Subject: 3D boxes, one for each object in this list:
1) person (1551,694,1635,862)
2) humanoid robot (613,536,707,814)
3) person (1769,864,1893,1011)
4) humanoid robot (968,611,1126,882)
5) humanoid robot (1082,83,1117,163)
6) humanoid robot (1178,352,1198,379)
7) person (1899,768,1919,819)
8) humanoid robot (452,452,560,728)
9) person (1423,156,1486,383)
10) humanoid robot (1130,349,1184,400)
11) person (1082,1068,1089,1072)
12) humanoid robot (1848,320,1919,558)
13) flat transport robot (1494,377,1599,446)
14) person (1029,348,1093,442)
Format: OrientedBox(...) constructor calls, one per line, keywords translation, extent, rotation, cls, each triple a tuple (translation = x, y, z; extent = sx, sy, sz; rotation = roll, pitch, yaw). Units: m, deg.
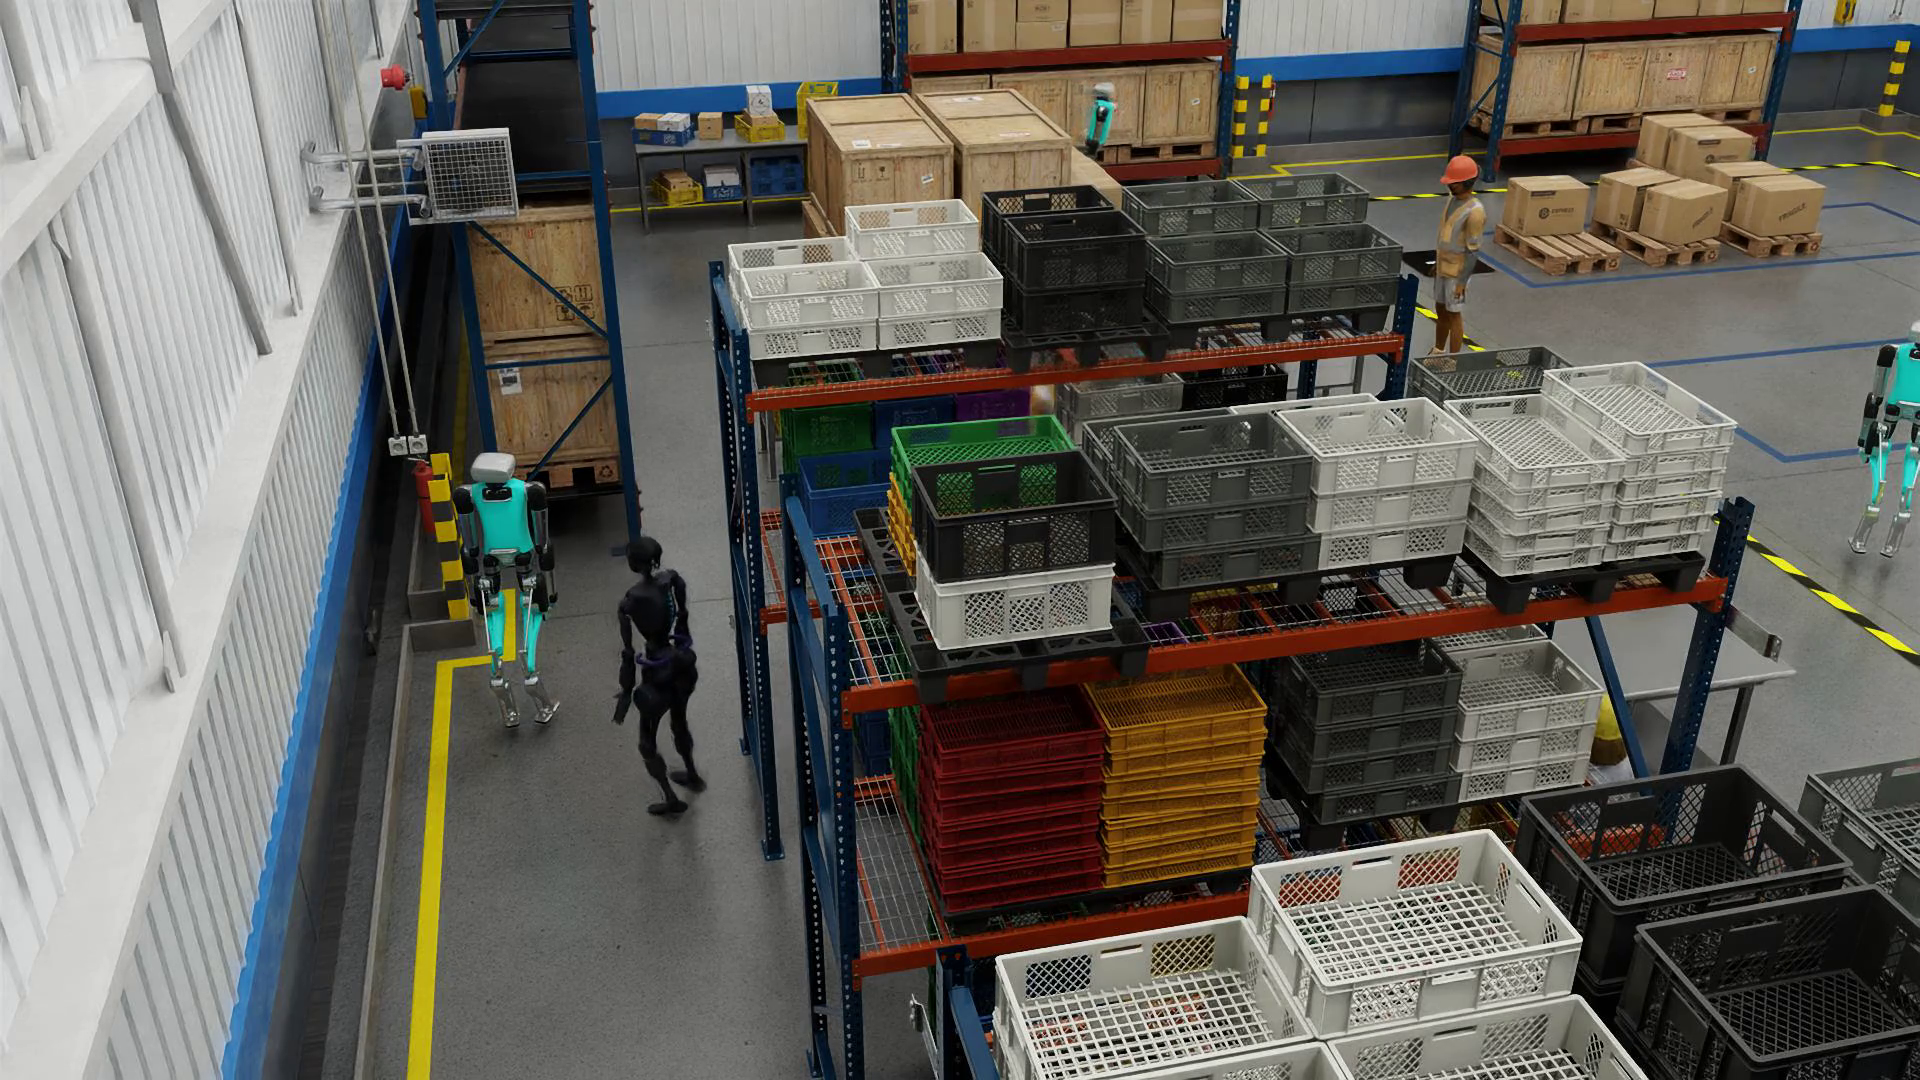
OrientedBox(translation=(2.830, 1.465, 7.683), extent=(0.483, 1.744, 0.299), rotation=(-14, 31, -24), cls="person")
OrientedBox(translation=(-1.635, 0.738, 9.139), extent=(0.386, 1.639, 0.600), rotation=(14, 31, 25), cls="humanoid robot")
OrientedBox(translation=(3.284, 2.002, 6.405), extent=(0.954, 1.994, 0.626), rotation=(2, 28, 3), cls="person")
OrientedBox(translation=(0.540, 1.153, 8.319), extent=(1.033, 1.749, 0.543), rotation=(1, 28, 3), cls="humanoid robot")
OrientedBox(translation=(1.293, -4.168, 18.361), extent=(0.928, 1.730, 0.530), rotation=(5, 28, 10), cls="humanoid robot")
OrientedBox(translation=(1.467, -0.508, 11.524), extent=(0.484, 1.659, 0.613), rotation=(-17, 32, -29), cls="humanoid robot")
OrientedBox(translation=(4.780, 1.359, 7.767), extent=(0.876, 1.857, 0.607), rotation=(-13, 30, -23), cls="person")
OrientedBox(translation=(-2.621, 0.373, 9.620), extent=(0.533, 1.677, 0.735), rotation=(-2, 28, -4), cls="humanoid robot")
OrientedBox(translation=(4.328, -2.386, 14.684), extent=(0.383, 2.034, 0.603), rotation=(-4, 28, -8), cls="person")
OrientedBox(translation=(1.270, -0.955, 12.290), extent=(1.026, 1.723, 0.559), rotation=(-12, 30, -22), cls="humanoid robot")
OrientedBox(translation=(0.391, 2.420, 5.806), extent=(0.922, 1.806, 0.513), rotation=(0, 28, 1), cls="person")
OrientedBox(translation=(6.519, -0.636, 11.533), extent=(0.533, 1.677, 0.735), rotation=(13, 30, 23), cls="humanoid robot")
OrientedBox(translation=(4.780, -1.036, 14.013), extent=(0.659, 0.231, 1.431), rotation=(-6, 28, -12), cls="flat transport robot")
OrientedBox(translation=(0.724, -0.505, 11.284), extent=(0.542, 1.871, 0.957), rotation=(-23, 36, -37), cls="person")
